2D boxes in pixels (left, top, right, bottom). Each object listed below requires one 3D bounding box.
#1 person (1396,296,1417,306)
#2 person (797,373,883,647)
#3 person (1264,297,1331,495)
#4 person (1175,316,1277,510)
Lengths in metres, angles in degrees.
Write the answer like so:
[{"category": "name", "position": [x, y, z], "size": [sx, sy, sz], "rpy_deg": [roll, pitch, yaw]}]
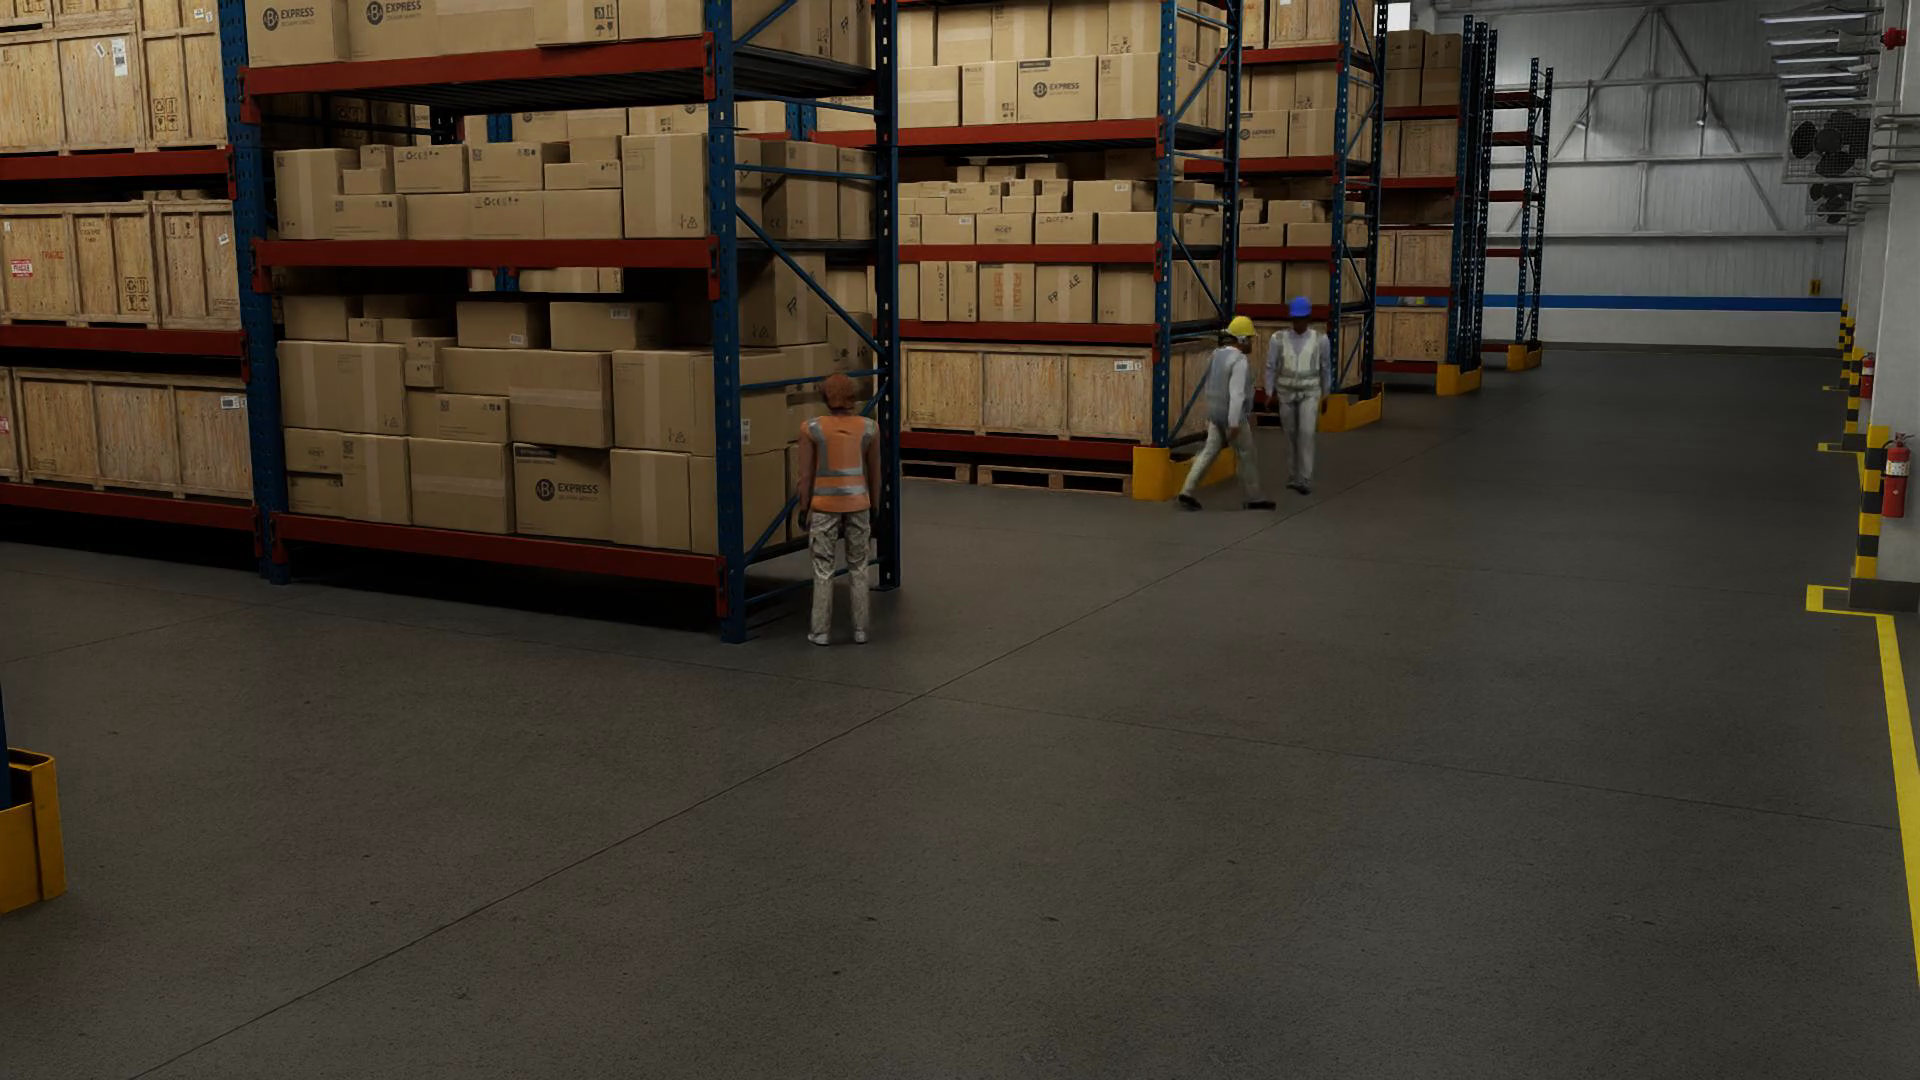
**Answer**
[{"category": "person", "position": [10.665, -5.365, 39.666], "size": [0.562, 1.717, 0.811], "rpy_deg": [-7, 12, -36]}, {"category": "person", "position": [-0.708, -0.176, 9.883], "size": [0.524, 1.631, 0.315], "rpy_deg": [-4, 10, -20]}, {"category": "person", "position": [3.277, -1.402, 16.192], "size": [0.617, 1.895, 0.973], "rpy_deg": [3, 10, 18]}, {"category": "person", "position": [2.396, -1.124, 14.991], "size": [0.920, 1.785, 0.609], "rpy_deg": [-3, 10, -18]}]
